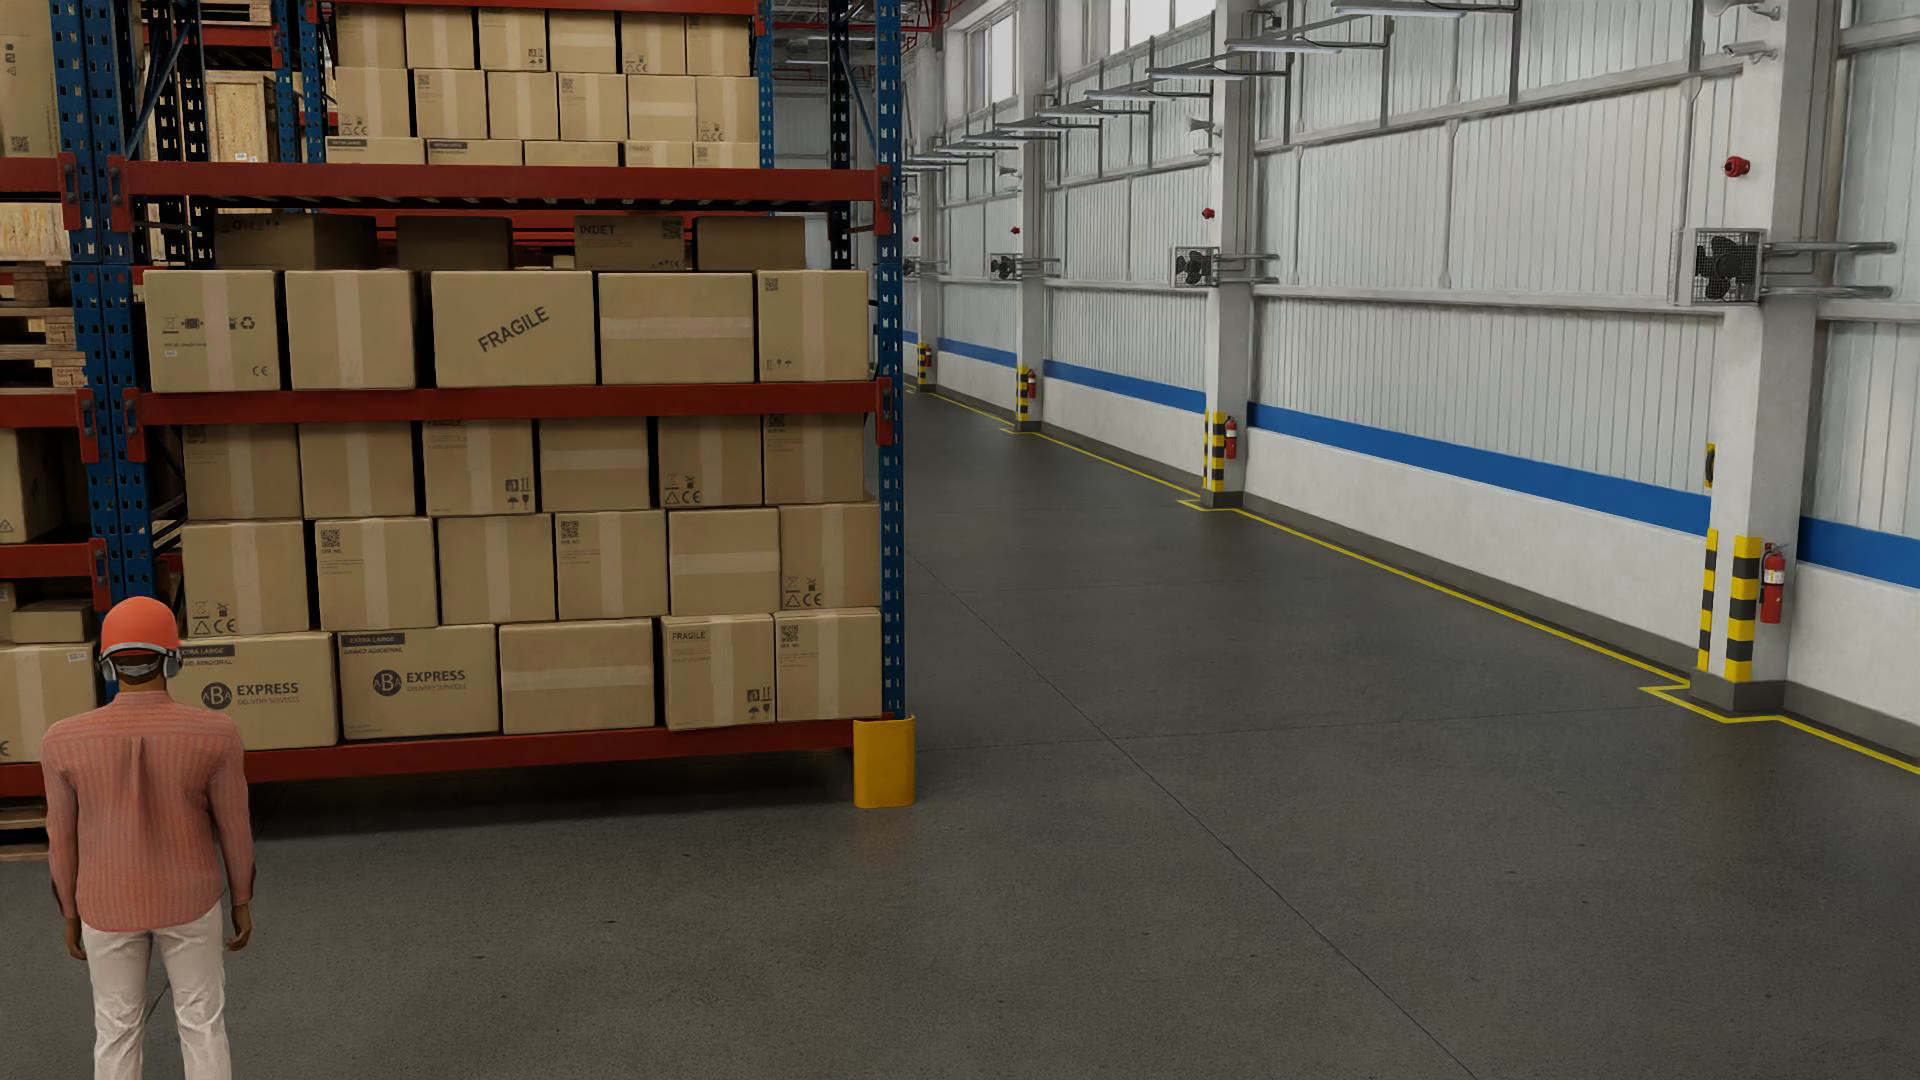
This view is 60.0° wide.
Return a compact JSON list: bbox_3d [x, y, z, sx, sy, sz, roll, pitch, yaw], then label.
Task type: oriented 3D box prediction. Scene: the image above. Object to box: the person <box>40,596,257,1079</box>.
[{"bbox_3d":[-2.615,1.168,5.424,0.607,1.987,0.412,-3,10,-19],"label":"person"}]
